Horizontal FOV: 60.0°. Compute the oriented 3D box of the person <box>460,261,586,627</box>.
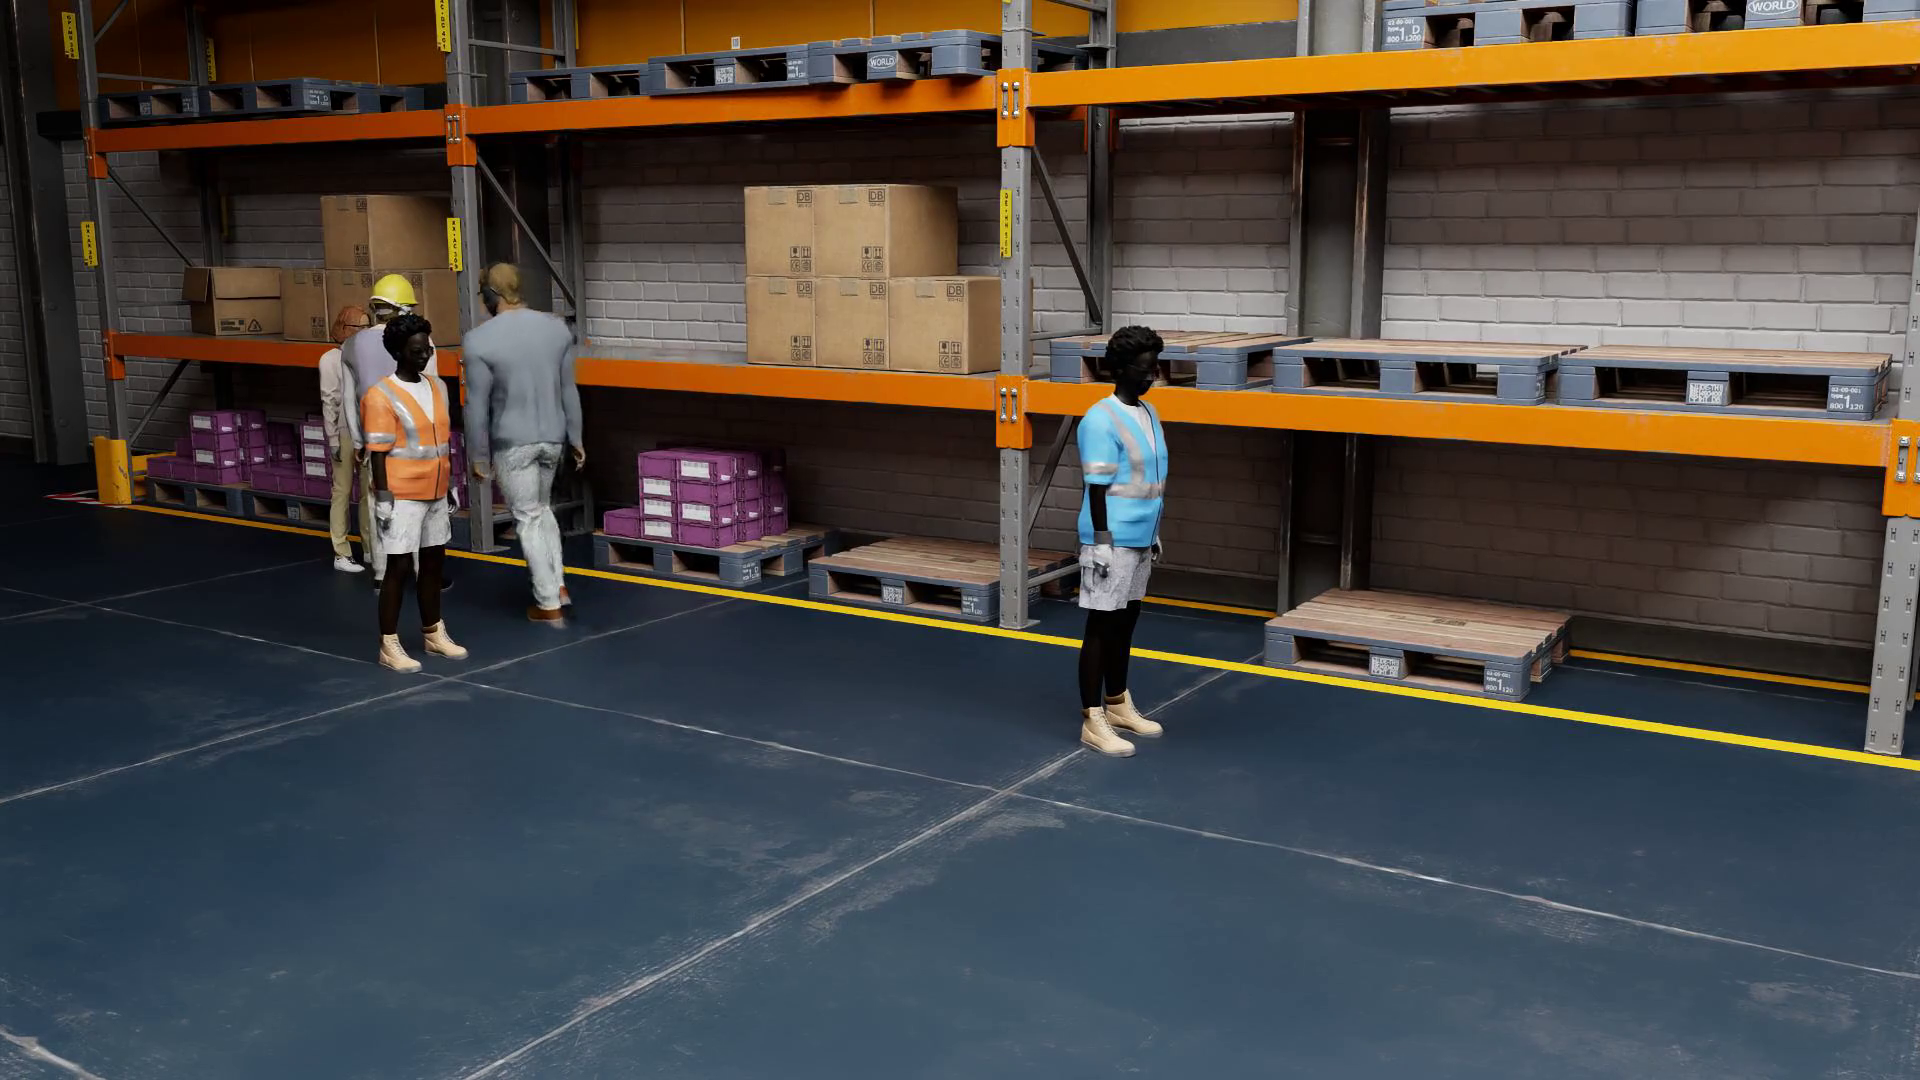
[{"bbox_3d":[-2.302,-0.488,8.702,0.570,1.908,0.665,9,14,41],"label":"person"}]

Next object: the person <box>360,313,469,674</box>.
[{"bbox_3d":[-2.572,-0.219,7.833,0.320,1.687,0.533,4,11,22],"label":"person"}]

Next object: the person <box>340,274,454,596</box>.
[{"bbox_3d":[-3.193,-0.589,9.482,0.601,1.827,0.403,2,10,12],"label":"person"}]

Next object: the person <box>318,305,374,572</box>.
[{"bbox_3d":[-3.707,-0.621,10.227,0.277,1.629,0.496,5,11,26],"label":"person"}]

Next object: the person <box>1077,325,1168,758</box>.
[{"bbox_3d":[0.649,-0.003,6.613,0.320,1.692,0.531,6,12,30],"label":"person"}]
